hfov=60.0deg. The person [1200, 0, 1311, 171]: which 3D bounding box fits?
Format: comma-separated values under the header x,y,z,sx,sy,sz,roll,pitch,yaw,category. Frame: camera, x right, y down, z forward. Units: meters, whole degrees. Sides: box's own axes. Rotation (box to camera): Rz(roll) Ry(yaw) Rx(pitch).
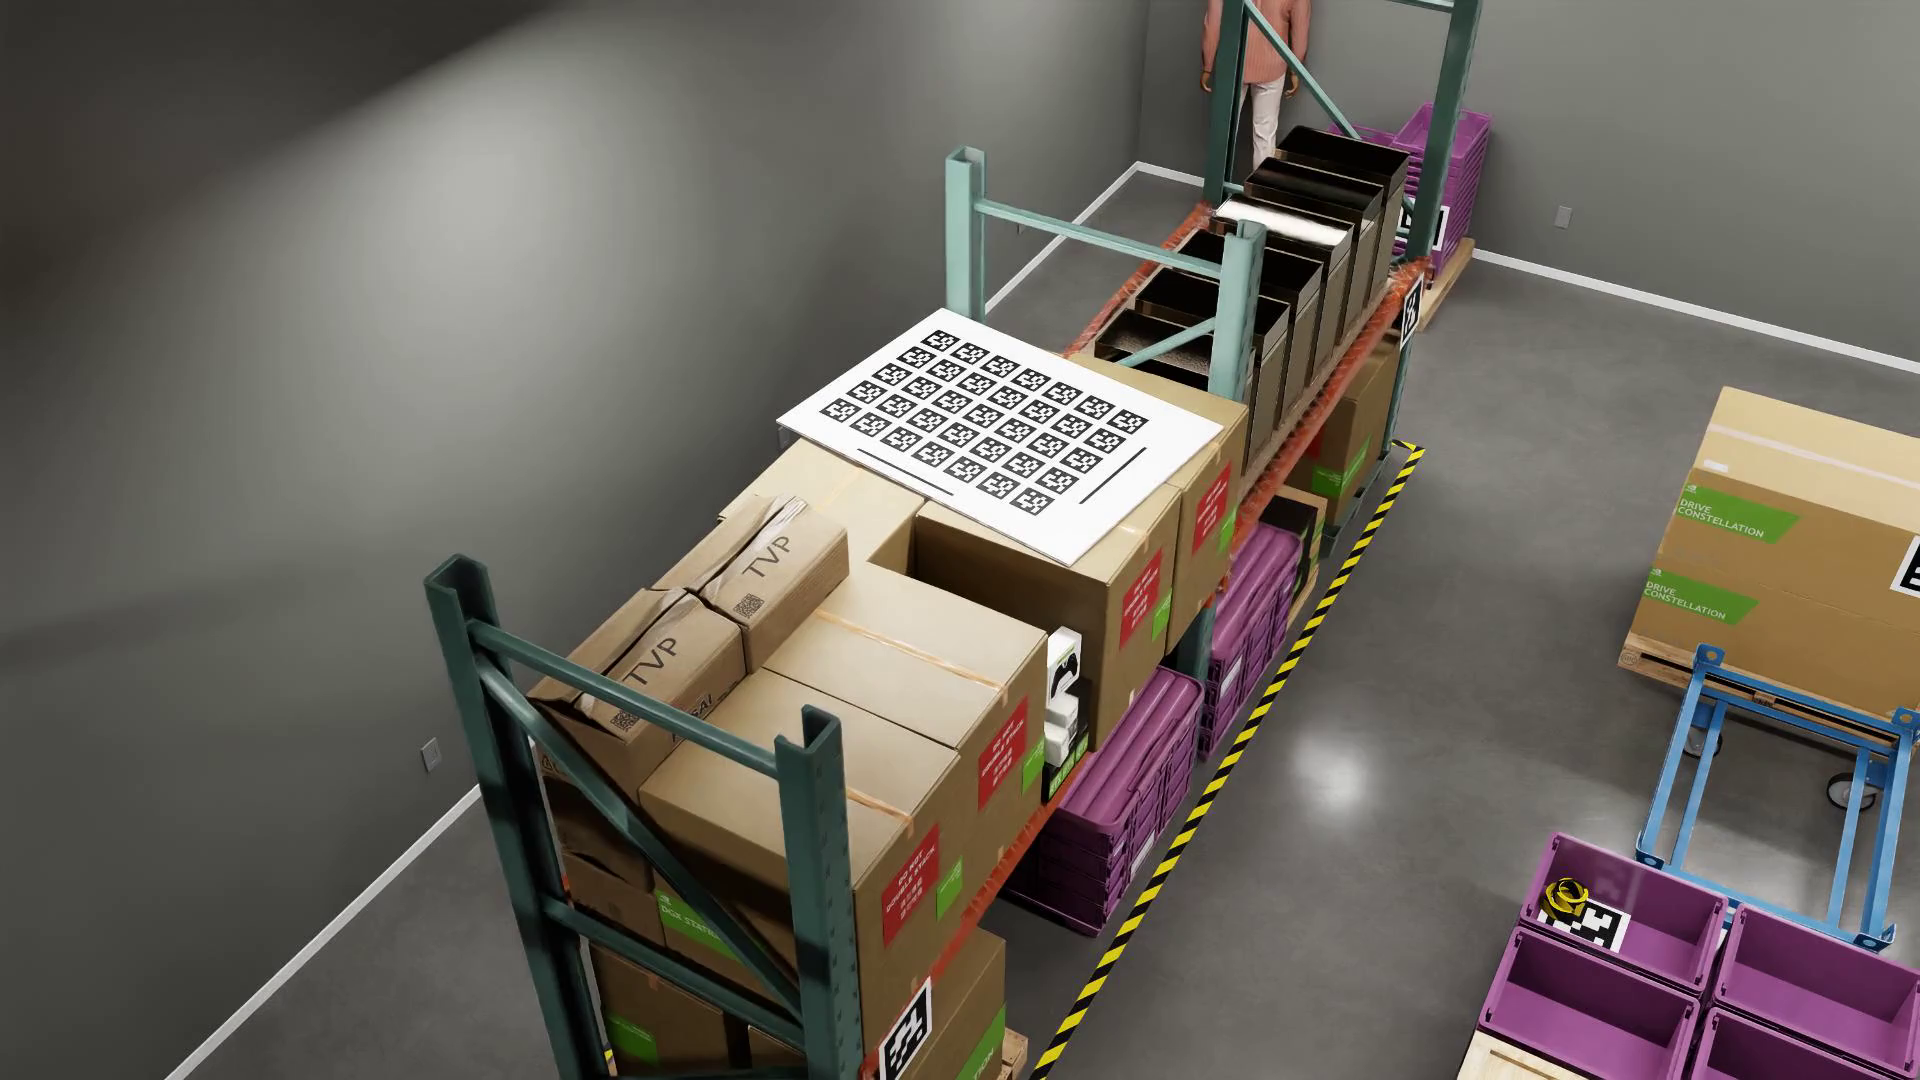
x,y,z,sx,sy,sz,roll,pitch,yaw,category
1.742,-2.834,9.931,0.622,1.993,0.381,4,40,4,person
